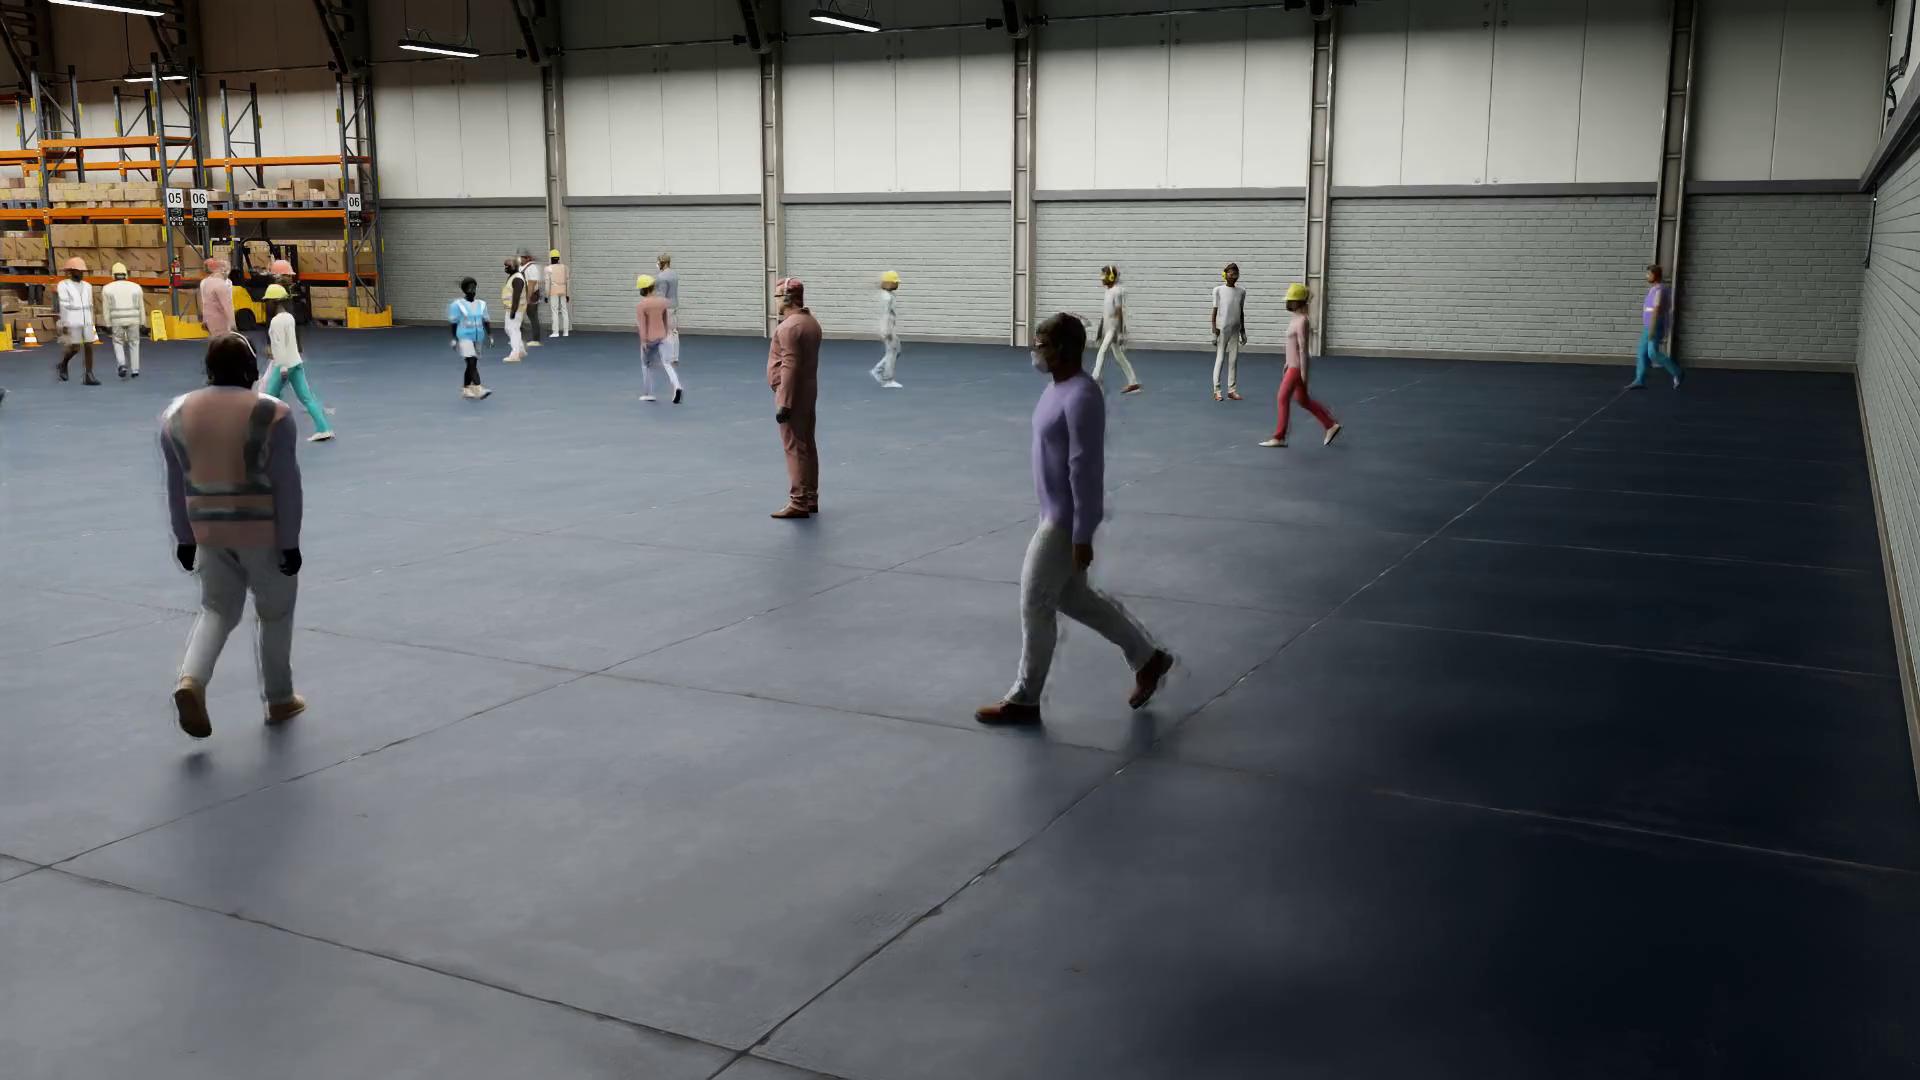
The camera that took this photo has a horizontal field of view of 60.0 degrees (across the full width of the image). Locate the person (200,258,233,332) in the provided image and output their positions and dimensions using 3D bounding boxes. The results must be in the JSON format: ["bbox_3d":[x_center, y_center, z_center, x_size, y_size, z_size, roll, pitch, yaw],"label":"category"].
[{"bbox_3d":[-11.643,-3.467,26.071,0.356,1.887,0.573,4,11,22],"label":"person"}]

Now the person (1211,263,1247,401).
[{"bbox_3d":[3.668,-2.827,22.637,0.531,1.867,0.317,-4,11,-20],"label":"person"}]

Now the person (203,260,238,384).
[{"bbox_3d":[-11.147,-3.292,25.168,0.681,1.867,0.665,-9,13,-39],"label":"person"}]

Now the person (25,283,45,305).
[{"bbox_3d":[-24.805,-6.883,44.618,0.397,1.918,0.588,5,12,26],"label":"person"}]

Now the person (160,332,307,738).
[{"bbox_3d":[-3.251,-0.011,7.432,0.631,1.822,0.745,1,10,5],"label":"person"}]

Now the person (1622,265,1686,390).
[{"bbox_3d":[10.093,-3.063,24.057,0.754,1.821,0.584,2,11,10],"label":"person"}]

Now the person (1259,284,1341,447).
[{"bbox_3d":[3.641,-1.844,17.626,0.803,1.734,0.522,1,10,8],"label":"person"}]

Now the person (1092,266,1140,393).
[{"bbox_3d":[2.120,-2.966,23.546,0.998,1.817,0.547,-2,11,-9],"label":"person"}]

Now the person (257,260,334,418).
[{"bbox_3d":[-8.317,-2.461,20.447,1.019,1.944,0.635,-2,11,-9],"label":"person"}]

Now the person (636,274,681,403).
[{"bbox_3d":[-4.068,-2.693,22.281,0.537,1.725,0.840,-8,13,-39],"label":"person"}]

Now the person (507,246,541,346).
[{"bbox_3d":[-8.853,-4.927,33.610,0.745,2.000,0.688,-10,15,-44],"label":"person"}]

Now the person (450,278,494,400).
[{"bbox_3d":[-6.627,-2.740,22.718,0.856,1.646,0.555,9,14,40],"label":"person"}]

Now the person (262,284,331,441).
[{"bbox_3d":[-7.309,-1.899,17.991,0.928,1.716,0.545,0,10,-1],"label":"person"}]

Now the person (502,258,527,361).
[{"bbox_3d":[-7.964,-4.101,29.677,0.461,1.838,0.638,-5,12,-26],"label":"person"}]

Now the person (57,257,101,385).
[{"bbox_3d":[-13.233,-3.271,24.896,0.643,1.920,0.551,5,12,27],"label":"person"}]

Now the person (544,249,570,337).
[{"bbox_3d":[-8.882,-5.429,36.656,0.585,1.929,0.375,-8,13,-38],"label":"person"}]

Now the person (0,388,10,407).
[{"bbox_3d":[-12.395,-2.487,20.913,0.651,1.816,0.604,-2,11,-12],"label":"person"}]

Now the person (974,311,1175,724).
[{"bbox_3d":[0.546,-0.095,7.637,0.903,1.911,0.641,-1,10,-6],"label":"person"}]

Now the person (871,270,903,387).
[{"bbox_3d":[-1.040,-3.111,24.563,0.408,1.724,0.500,0,10,-2],"label":"person"}]

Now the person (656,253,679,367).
[{"bbox_3d":[-5.014,-3.938,28.519,0.362,1.936,0.627,2,11,9],"label":"person"}]

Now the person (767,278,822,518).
[{"bbox_3d":[-1.334,-1.126,13.256,0.405,1.904,0.652,2,11,13],"label":"person"}]

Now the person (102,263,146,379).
[{"bbox_3d":[-13.078,-3.424,26.048,0.599,1.818,0.426,-6,12,-31],"label":"person"}]
